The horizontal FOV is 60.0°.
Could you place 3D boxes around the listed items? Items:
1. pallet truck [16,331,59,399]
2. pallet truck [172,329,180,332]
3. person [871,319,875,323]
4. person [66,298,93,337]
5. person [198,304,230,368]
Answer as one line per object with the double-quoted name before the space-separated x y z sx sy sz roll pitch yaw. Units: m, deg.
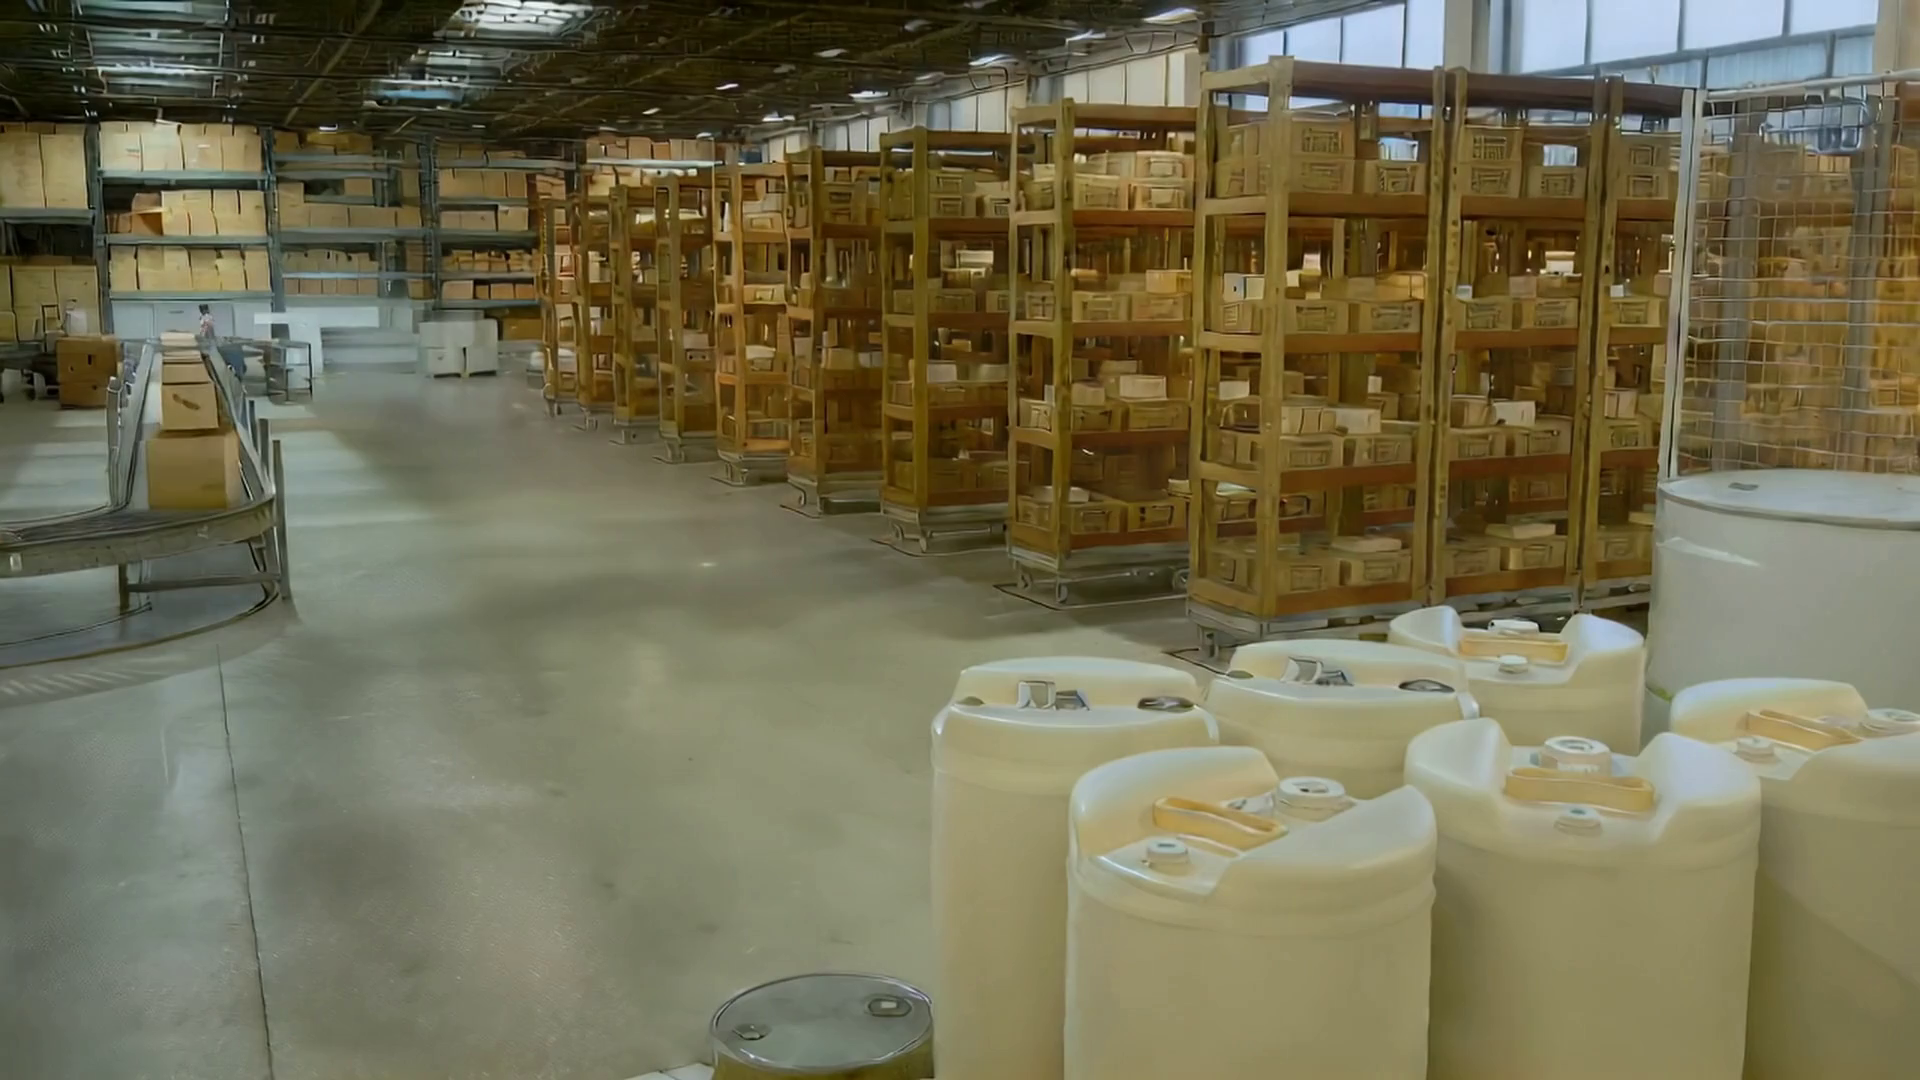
"pallet truck" -17.082 -3.353 31.781 1.630 1.274 0.653 -4 10 -25
"pallet truck" -17.275 -3.851 35.096 1.601 1.201 0.680 0 9 1
"person" -2.438 -6.689 51.143 0.541 1.721 0.887 -4 10 -26
"person" -20.210 -4.641 38.167 0.410 1.823 0.613 4 10 25
"person" -18.040 -4.858 40.009 0.528 1.661 0.842 8 12 39
